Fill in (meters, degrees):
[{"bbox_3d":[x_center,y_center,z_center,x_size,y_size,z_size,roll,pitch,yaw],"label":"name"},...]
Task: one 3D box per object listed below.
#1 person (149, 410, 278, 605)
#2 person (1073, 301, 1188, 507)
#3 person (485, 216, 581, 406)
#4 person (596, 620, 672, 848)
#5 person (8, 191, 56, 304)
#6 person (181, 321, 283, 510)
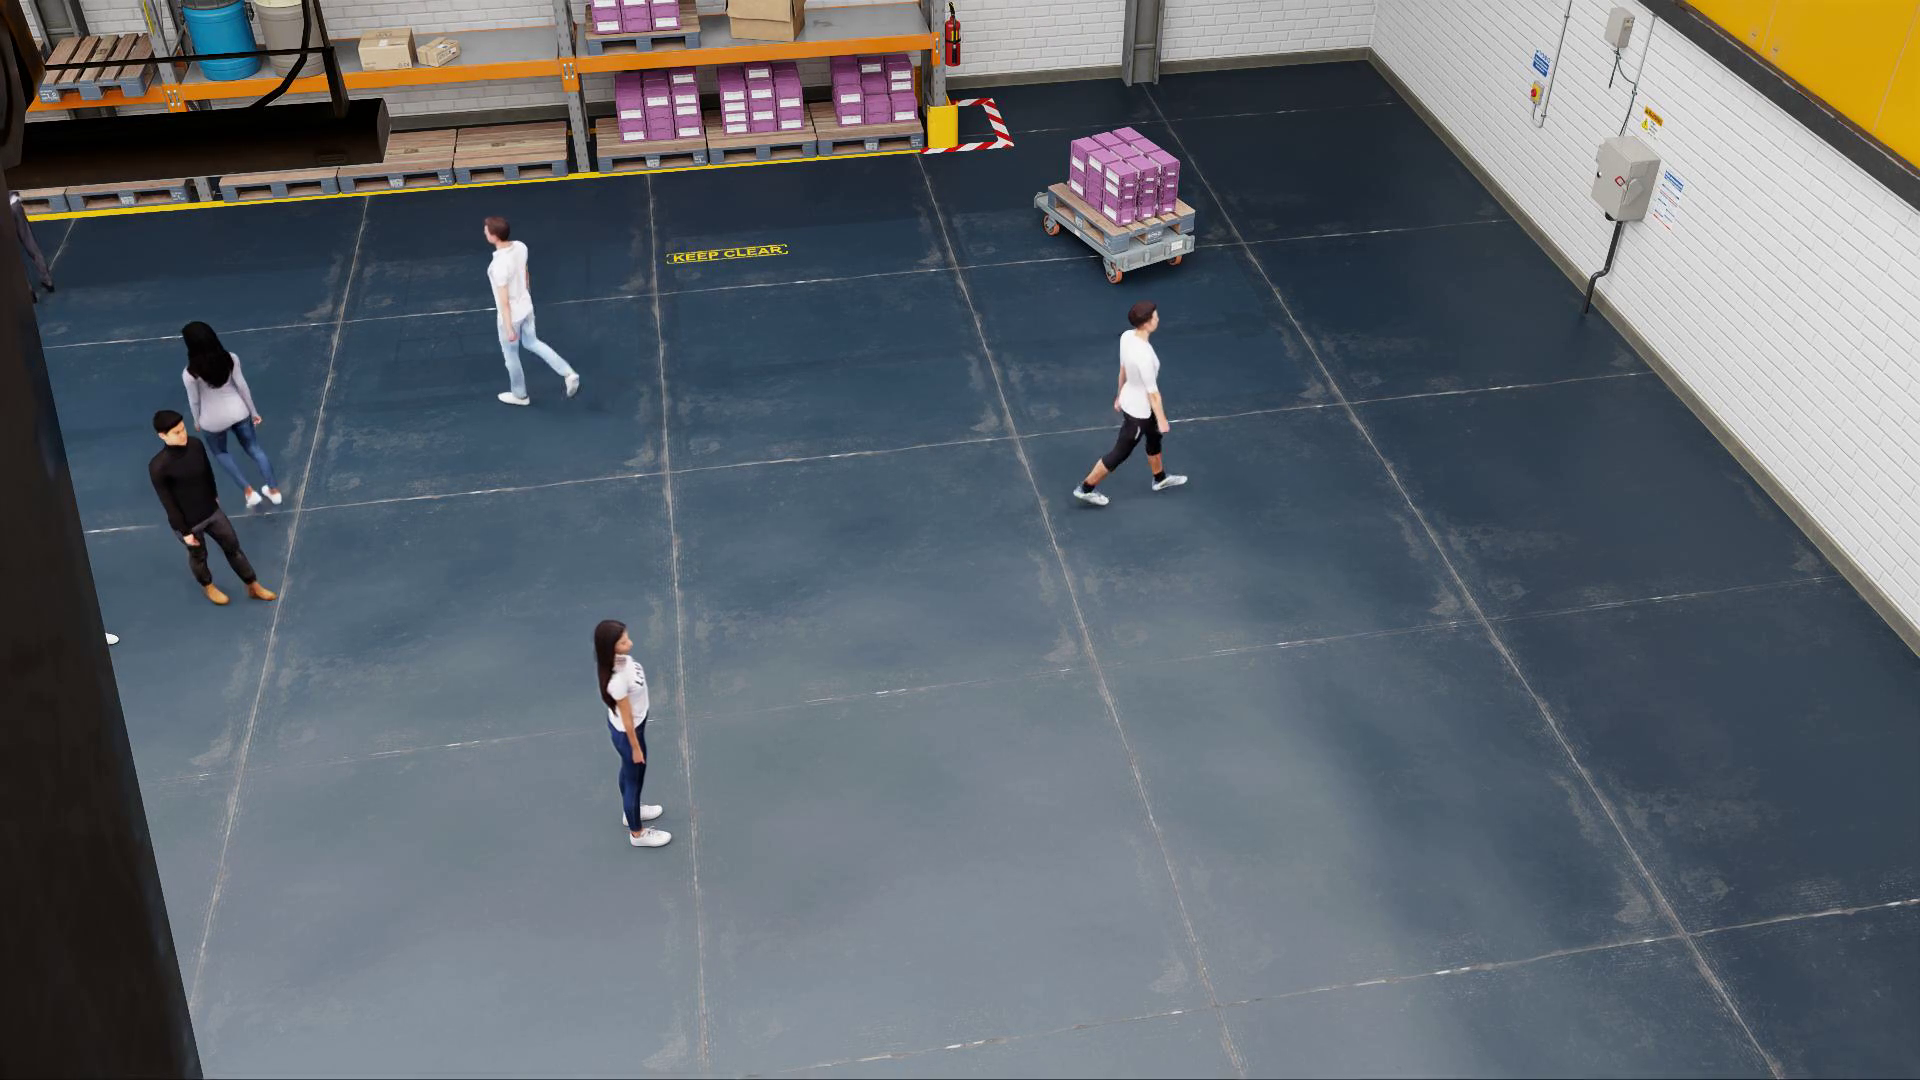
[{"bbox_3d":[-5.676,-0.226,12.228,1.019,1.706,0.941,19,42,22],"label":"person"},{"bbox_3d":[1.314,-1.030,13.144,1.207,1.819,0.674,-6,39,-7],"label":"person"},{"bbox_3d":[-3.723,-1.931,14.260,1.116,1.834,0.943,11,40,13],"label":"person"},{"bbox_3d":[-2.081,1.199,10.388,0.536,1.775,0.607,-10,40,-12],"label":"person"},{"bbox_3d":[-9.055,-3.091,15.756,0.684,1.780,0.648,19,42,22],"label":"person"},{"bbox_3d":[-5.737,-0.910,13.074,0.804,1.719,0.863,-29,47,-31],"label":"person"}]
